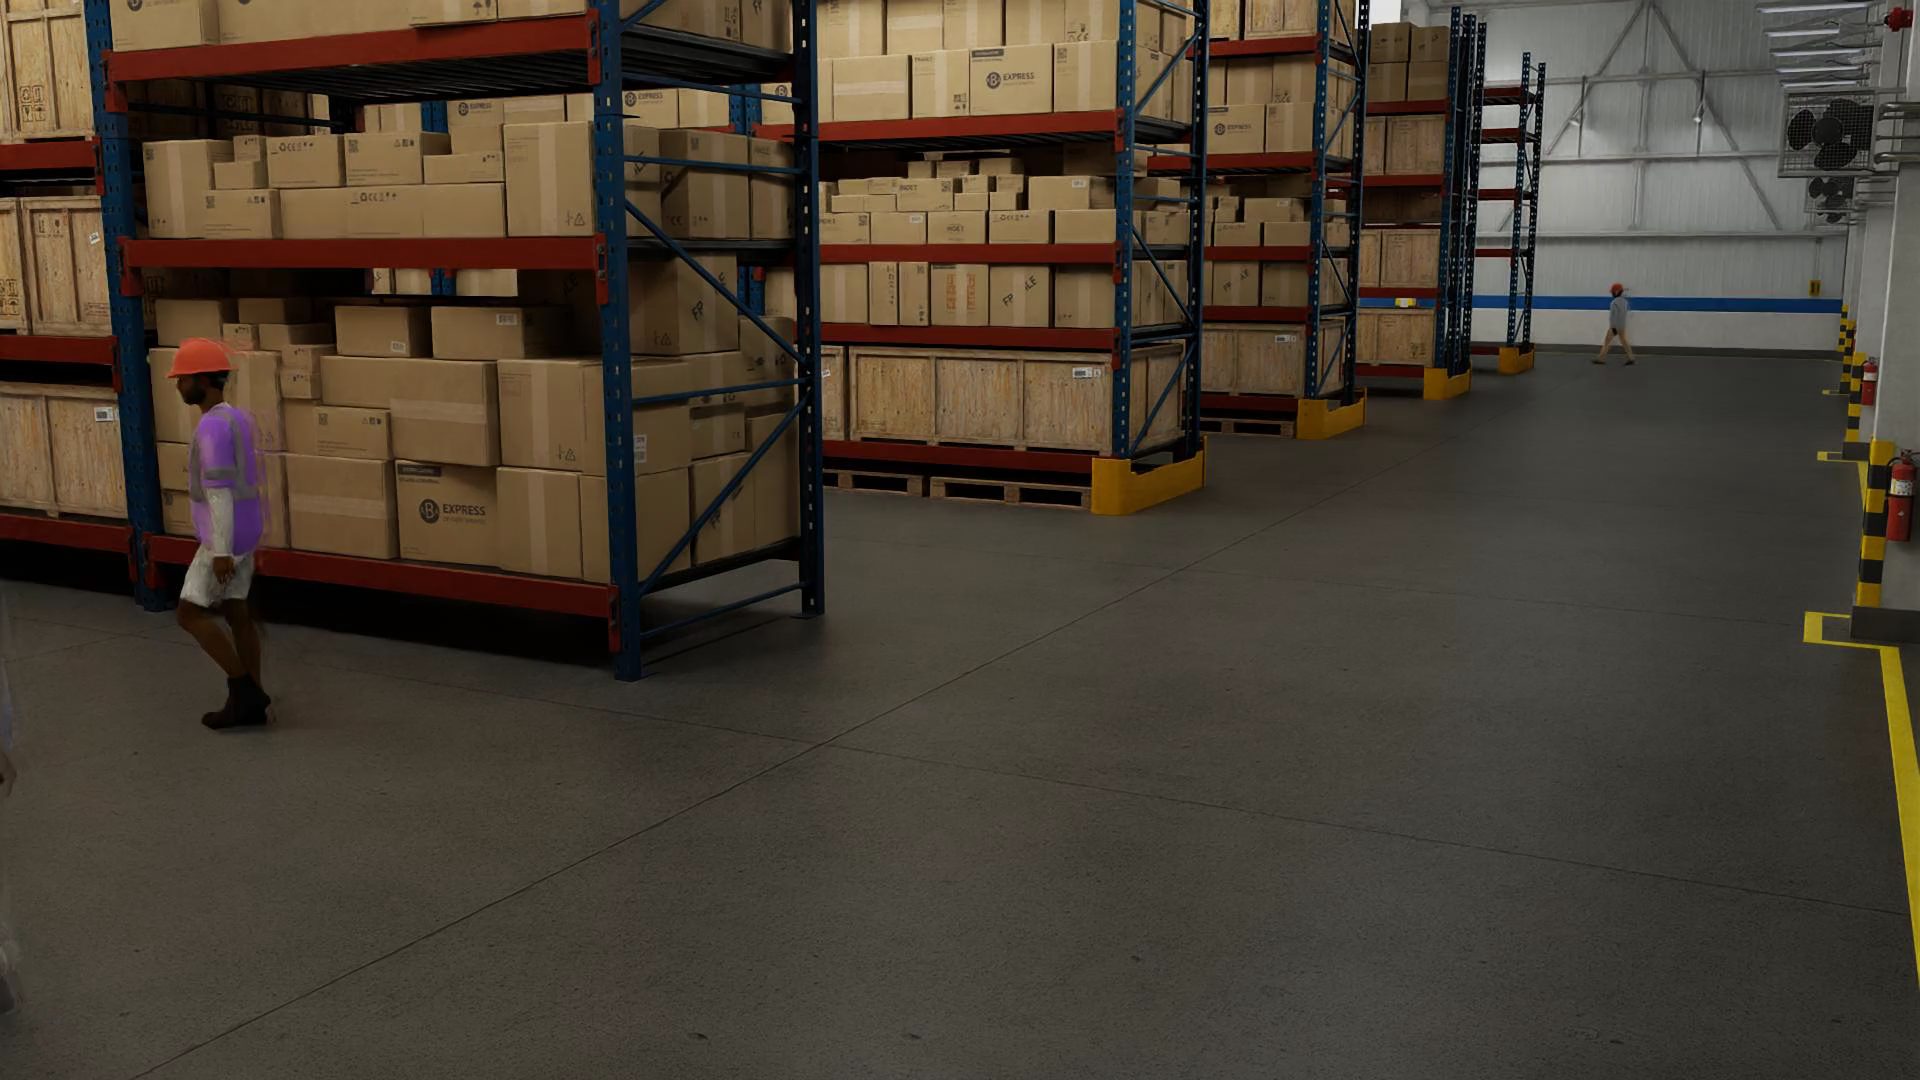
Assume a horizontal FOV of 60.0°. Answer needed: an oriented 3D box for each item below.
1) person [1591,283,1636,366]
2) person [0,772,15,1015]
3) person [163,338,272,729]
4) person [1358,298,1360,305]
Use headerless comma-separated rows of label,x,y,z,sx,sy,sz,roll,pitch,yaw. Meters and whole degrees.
person,13.665,-4.473,34.554,0.563,1.707,0.912,-7,12,-34
person,-3.095,0.594,4.623,0.616,1.904,0.951,4,11,24
person,-3.608,-0.013,8.088,0.408,1.923,0.586,-2,10,-13
person,9.367,-5.361,39.604,0.340,1.733,0.479,-1,10,-4
